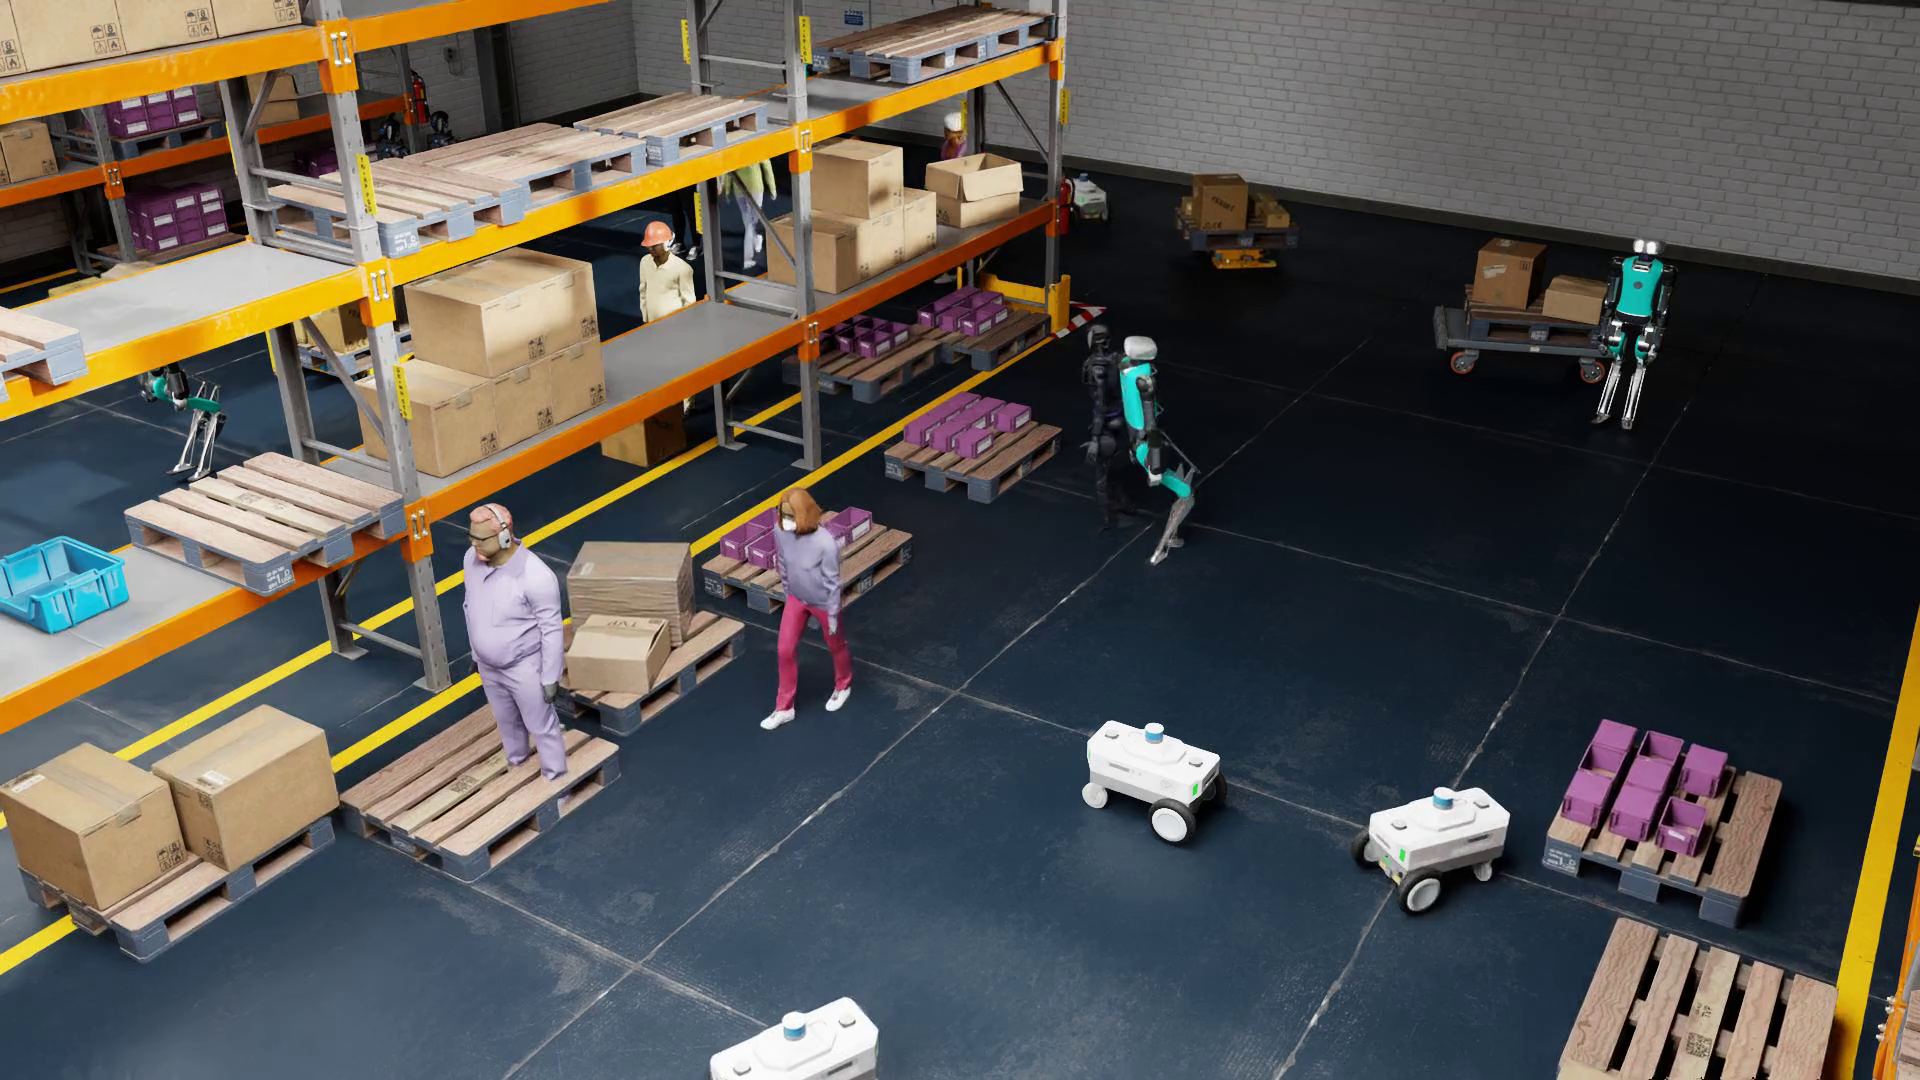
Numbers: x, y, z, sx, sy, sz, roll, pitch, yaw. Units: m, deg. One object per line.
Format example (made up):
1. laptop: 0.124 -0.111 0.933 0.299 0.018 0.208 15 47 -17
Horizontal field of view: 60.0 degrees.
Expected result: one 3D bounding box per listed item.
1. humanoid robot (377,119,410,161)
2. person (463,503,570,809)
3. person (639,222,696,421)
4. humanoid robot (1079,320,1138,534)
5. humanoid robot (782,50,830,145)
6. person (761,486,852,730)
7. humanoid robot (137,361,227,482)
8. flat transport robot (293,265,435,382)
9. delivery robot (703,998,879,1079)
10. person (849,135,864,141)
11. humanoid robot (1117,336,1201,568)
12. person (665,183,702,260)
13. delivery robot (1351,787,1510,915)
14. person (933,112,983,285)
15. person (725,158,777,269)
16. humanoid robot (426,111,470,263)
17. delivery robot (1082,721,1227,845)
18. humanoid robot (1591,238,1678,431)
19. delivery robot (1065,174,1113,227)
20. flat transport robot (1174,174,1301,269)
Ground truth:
1. humanoid robot: -6.011 -3.707 17.930 0.599 1.657 0.315 16 31 28
2. person: -2.445 0.675 9.061 0.651 1.906 0.408 16 31 28
3. person: -2.518 -1.871 14.243 0.572 1.749 0.337 16 31 28
4. humanoid robot: 1.121 -0.844 12.312 0.454 1.648 0.611 4 27 8
5. humanoid robot: -1.877 -5.471 21.209 0.533 1.677 0.735 16 31 28
6. person: -0.904 0.398 9.945 0.505 1.582 0.732 15 31 27
7. humanoid robot: -6.080 -1.295 12.985 0.533 1.673 0.735 16 31 28
8. flat transport robot: -5.636 -1.701 15.551 1.431 0.231 0.659 16 31 28
9. delivery robot: -0.732 2.344 7.283 0.814 0.613 0.499 -17 31 -30
10. person: -1.029 -3.292 17.073 0.576 1.717 0.701 8 28 15
11. humanoid robot: 1.508 -0.629 11.816 0.870 1.776 0.593 -6 28 -12
12. person: -3.097 -3.998 18.428 0.771 1.756 0.445 16 31 28
13. delivery robot: 2.481 1.584 8.774 0.777 0.606 0.524 -10 29 -19
14. person: 0.007 -3.647 17.665 0.659 1.823 0.538 -18 32 -32
15. person: -2.287 -3.846 18.310 0.526 1.584 0.858 6 27 11
16. humanoid robot: -5.603 -3.886 18.287 0.599 1.655 0.315 16 31 28
17. delivery robot: 1.076 1.290 9.309 0.739 0.566 0.499 16 31 28
18. humanoid robot: 5.653 -1.765 13.906 0.533 1.677 0.735 16 31 28
19. delivery robot: 1.488 -4.068 19.914 0.499 0.608 0.797 -9 28 -17
20. flat transport robot: 3.086 -3.361 18.821 0.659 0.231 1.431 -2 27 -4
